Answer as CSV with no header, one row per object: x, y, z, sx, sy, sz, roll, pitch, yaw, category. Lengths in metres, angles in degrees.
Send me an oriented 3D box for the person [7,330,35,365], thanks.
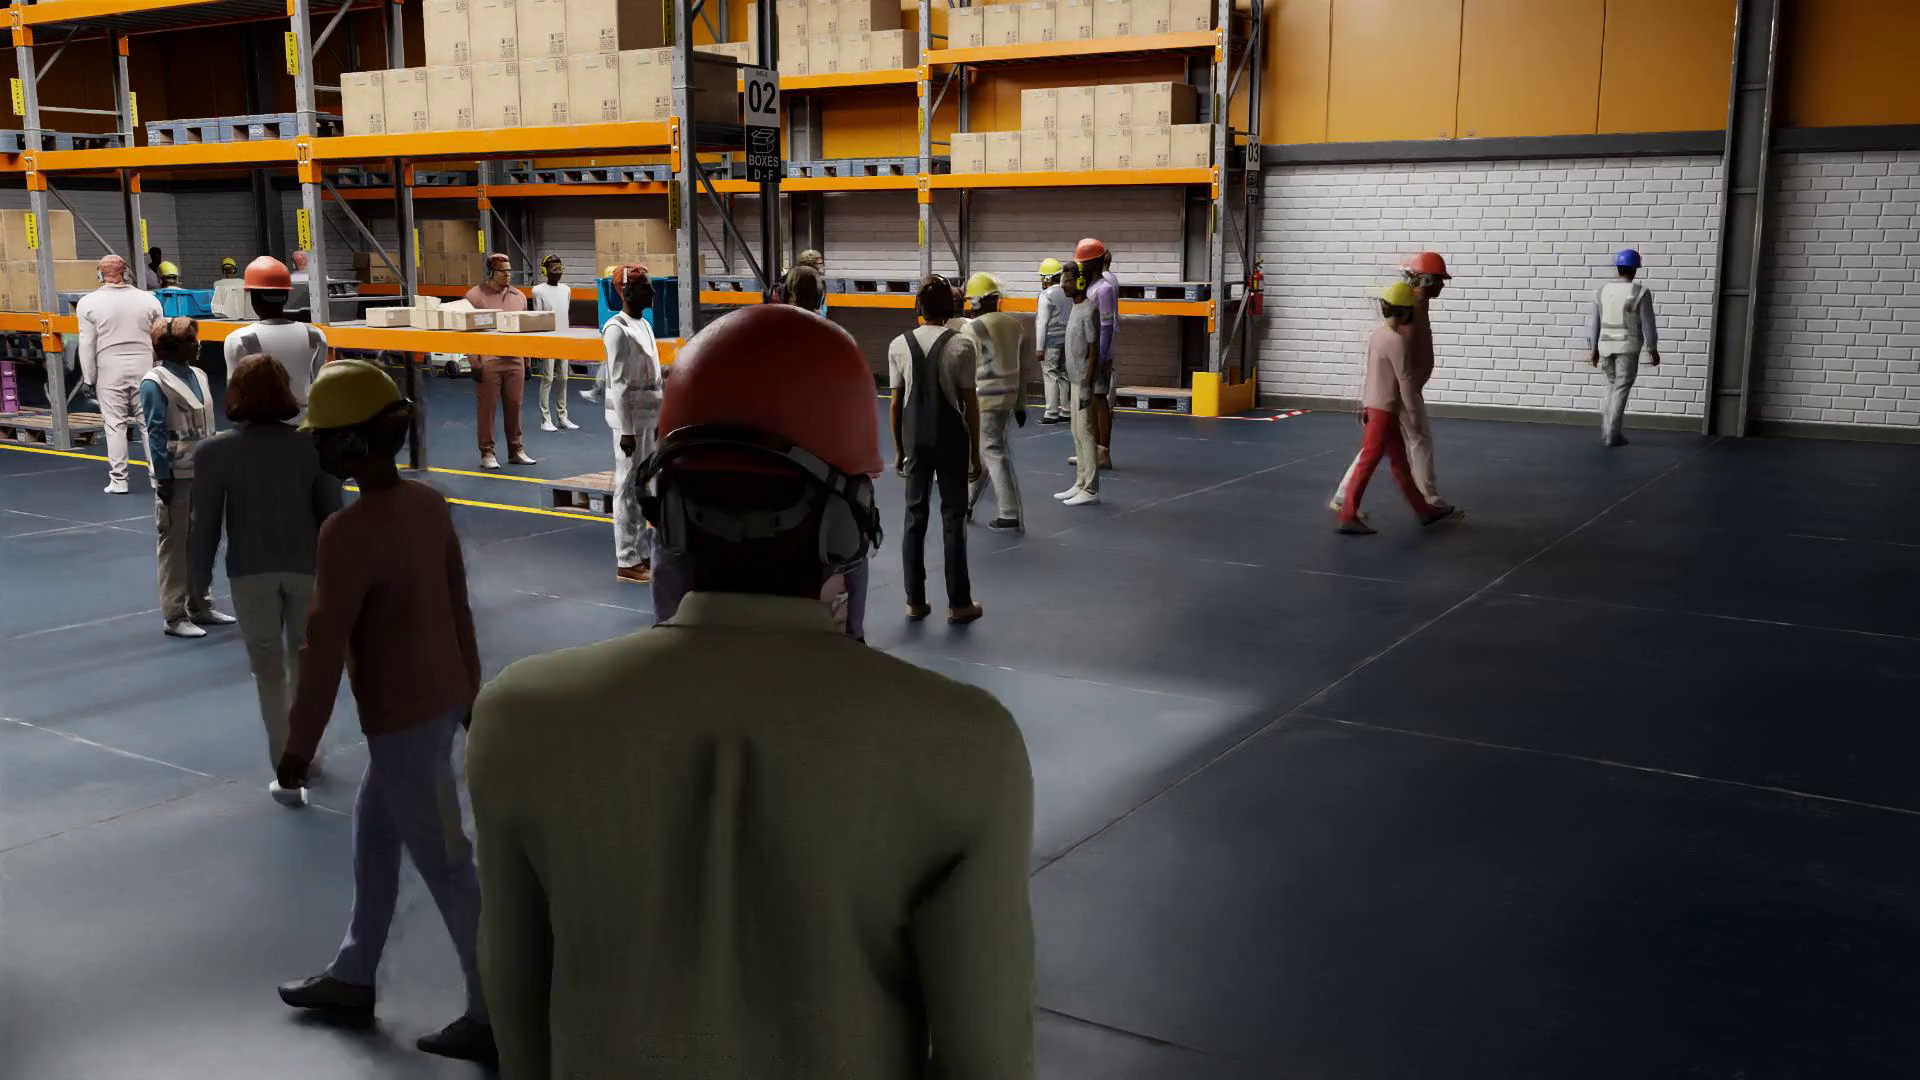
-15.559,-3.694,26.829,0.981,1.794,0.651,0,10,2,person

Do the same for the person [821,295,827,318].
-1.749,-2.360,19.658,0.319,1.697,0.533,9,13,40,person

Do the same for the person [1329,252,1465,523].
3.140,-1.080,11.921,0.954,1.950,0.616,2,10,12,person

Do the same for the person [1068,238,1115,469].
1.167,-1.633,14.703,0.392,2.034,0.605,-2,10,-9,person

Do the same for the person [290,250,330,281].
-7.925,-2.566,20.235,0.649,1.894,0.484,-7,13,-35,person

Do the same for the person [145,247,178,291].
-13.751,-4.076,28.616,0.613,1.891,0.674,-8,13,-37,person

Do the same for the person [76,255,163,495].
-6.695,-1.317,13.308,0.642,1.905,0.399,-9,14,-41,person

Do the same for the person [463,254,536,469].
-4.089,-1.588,14.829,0.399,1.901,0.647,10,14,43,person

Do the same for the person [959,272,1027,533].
0.119,-0.965,11.651,0.893,1.787,0.607,9,14,42,person

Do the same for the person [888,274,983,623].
-0.124,-0.477,8.811,0.506,1.847,0.343,4,11,19,person

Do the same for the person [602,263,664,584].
-1.916,-0.689,9.881,0.355,1.885,0.575,1,10,5,person

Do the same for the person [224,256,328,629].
-3.557,-0.503,8.701,0.356,1.938,0.543,9,13,40,person

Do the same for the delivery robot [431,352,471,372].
-7.461,-2.706,24.485,0.707,0.478,0.477,7,13,36,delivery robot

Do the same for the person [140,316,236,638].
-3.989,-0.327,8.560,0.306,1.638,0.524,1,10,5,person

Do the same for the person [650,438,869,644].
-0.546,0.270,4.685,0.633,1.841,0.429,-4,11,-20,person

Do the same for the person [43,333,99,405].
-10.913,-2.452,20.393,0.680,1.612,0.505,2,11,13,person

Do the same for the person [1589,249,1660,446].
6.606,-1.892,16.427,0.610,1.929,0.623,-6,12,-31,person

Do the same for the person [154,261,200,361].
-8.799,-2.210,18.588,0.926,1.793,0.588,7,12,33,person

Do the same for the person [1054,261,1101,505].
0.919,-1.197,12.751,0.310,1.864,0.533,-1,10,-8,person

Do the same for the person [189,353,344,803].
-2.554,0.121,6.139,0.523,1.605,0.741,-7,12,-33,person

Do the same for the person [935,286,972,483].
-0.054,-1.283,13.848,0.512,1.642,0.311,3,11,16,person

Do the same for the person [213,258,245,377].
-10.778,-3.294,24.672,0.524,1.759,0.328,-7,12,-34,person

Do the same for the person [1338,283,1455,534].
3.030,-0.887,11.406,0.890,1.720,0.550,0,10,-1,person

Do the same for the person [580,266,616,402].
-4.256,-2.510,20.491,0.916,1.686,0.503,4,11,19,person

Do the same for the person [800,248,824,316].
-1.569,-2.009,17.053,0.362,1.935,0.665,-2,10,-13,person

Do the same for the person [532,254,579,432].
-4.294,-2.088,17.673,0.314,1.869,0.536,7,13,36,person

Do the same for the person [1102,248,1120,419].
1.594,-2.297,18.639,0.370,1.941,0.627,3,11,16,person

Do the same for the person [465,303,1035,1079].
-0.227,0.717,1.920,0.610,1.948,0.951,0,10,0,person

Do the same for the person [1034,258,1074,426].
1.020,-2.156,18.191,0.404,1.826,0.593,8,13,38,person

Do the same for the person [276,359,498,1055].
-1.468,0.431,4.094,0.806,1.731,0.535,1,10,4,person

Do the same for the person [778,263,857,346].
-0.796,-0.439,8.457,0.681,1.902,0.695,-5,11,-26,person
